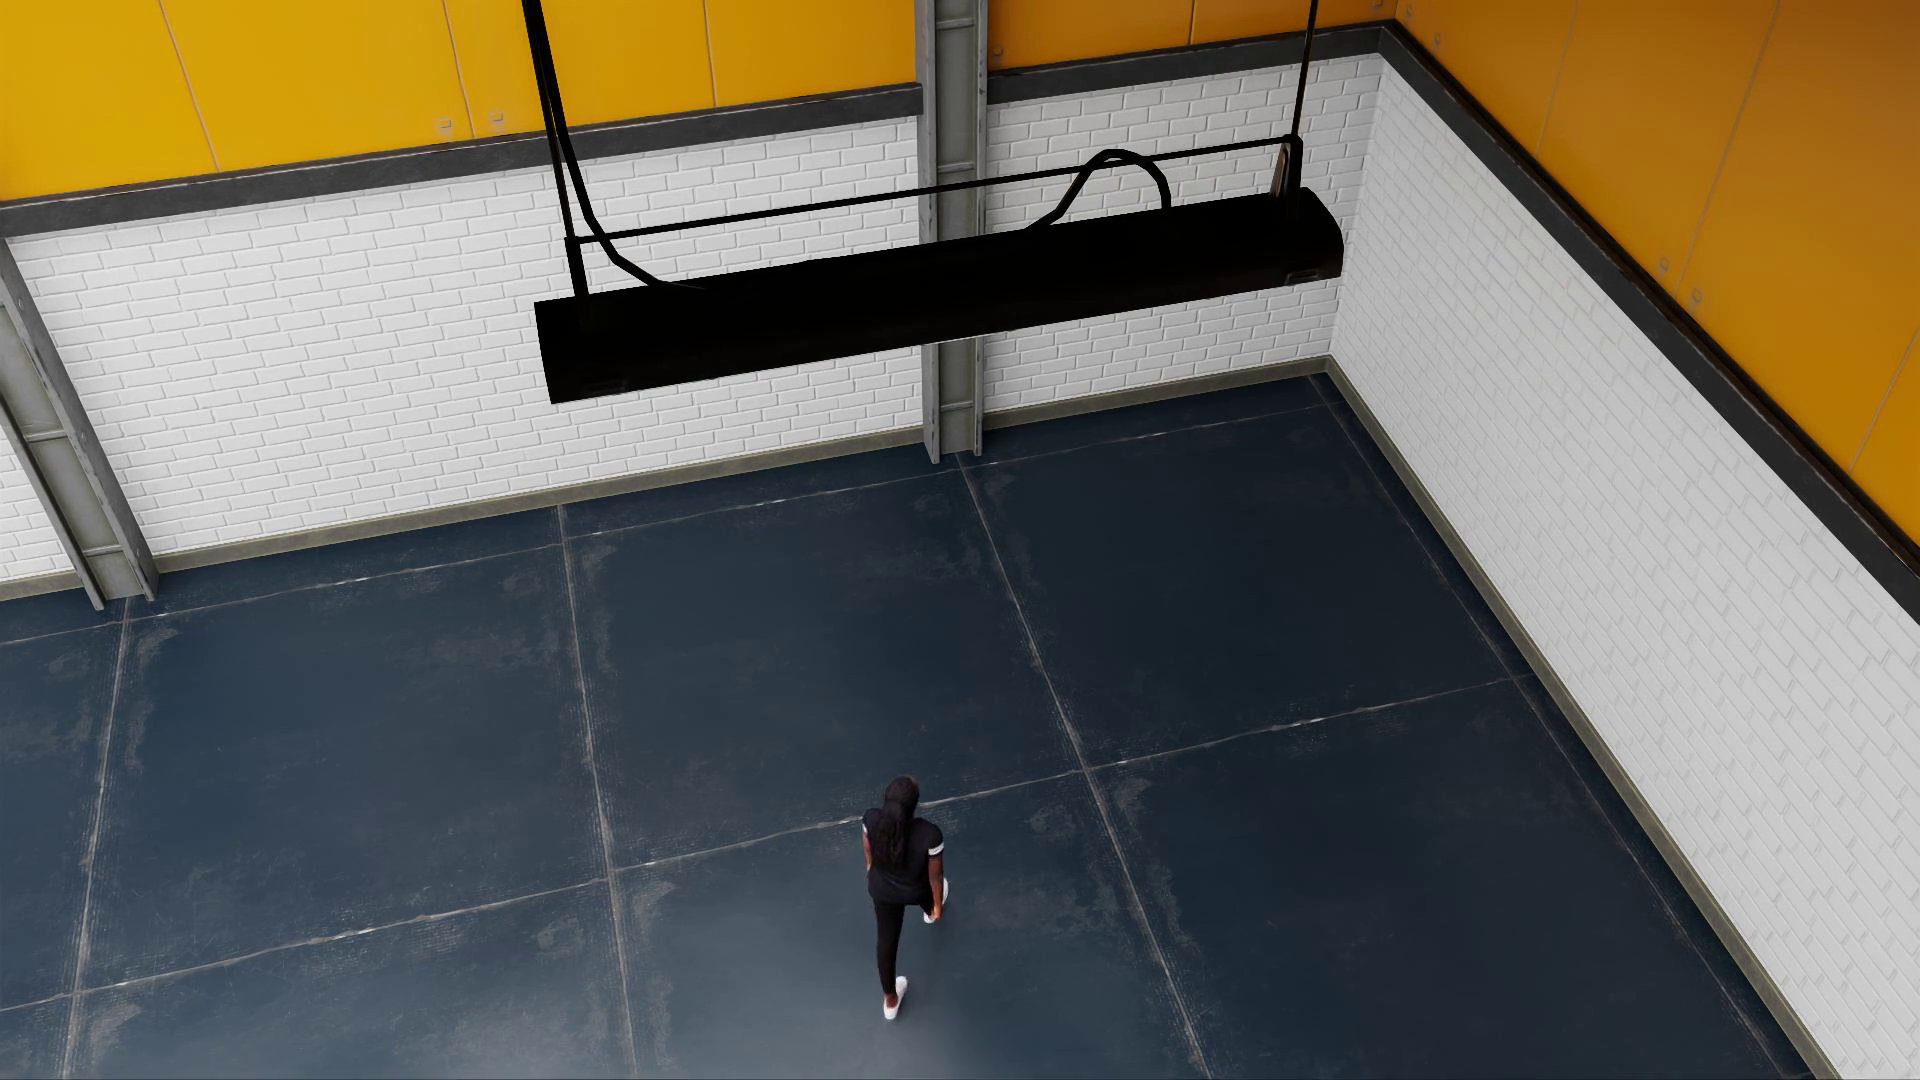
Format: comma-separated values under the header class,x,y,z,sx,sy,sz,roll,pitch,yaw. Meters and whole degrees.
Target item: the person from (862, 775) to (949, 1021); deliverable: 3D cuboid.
class,x,y,z,sx,sy,sz,roll,pitch,yaw
person,-0.328,1.907,8.840,1.165,1.683,1.077,11,45,11
